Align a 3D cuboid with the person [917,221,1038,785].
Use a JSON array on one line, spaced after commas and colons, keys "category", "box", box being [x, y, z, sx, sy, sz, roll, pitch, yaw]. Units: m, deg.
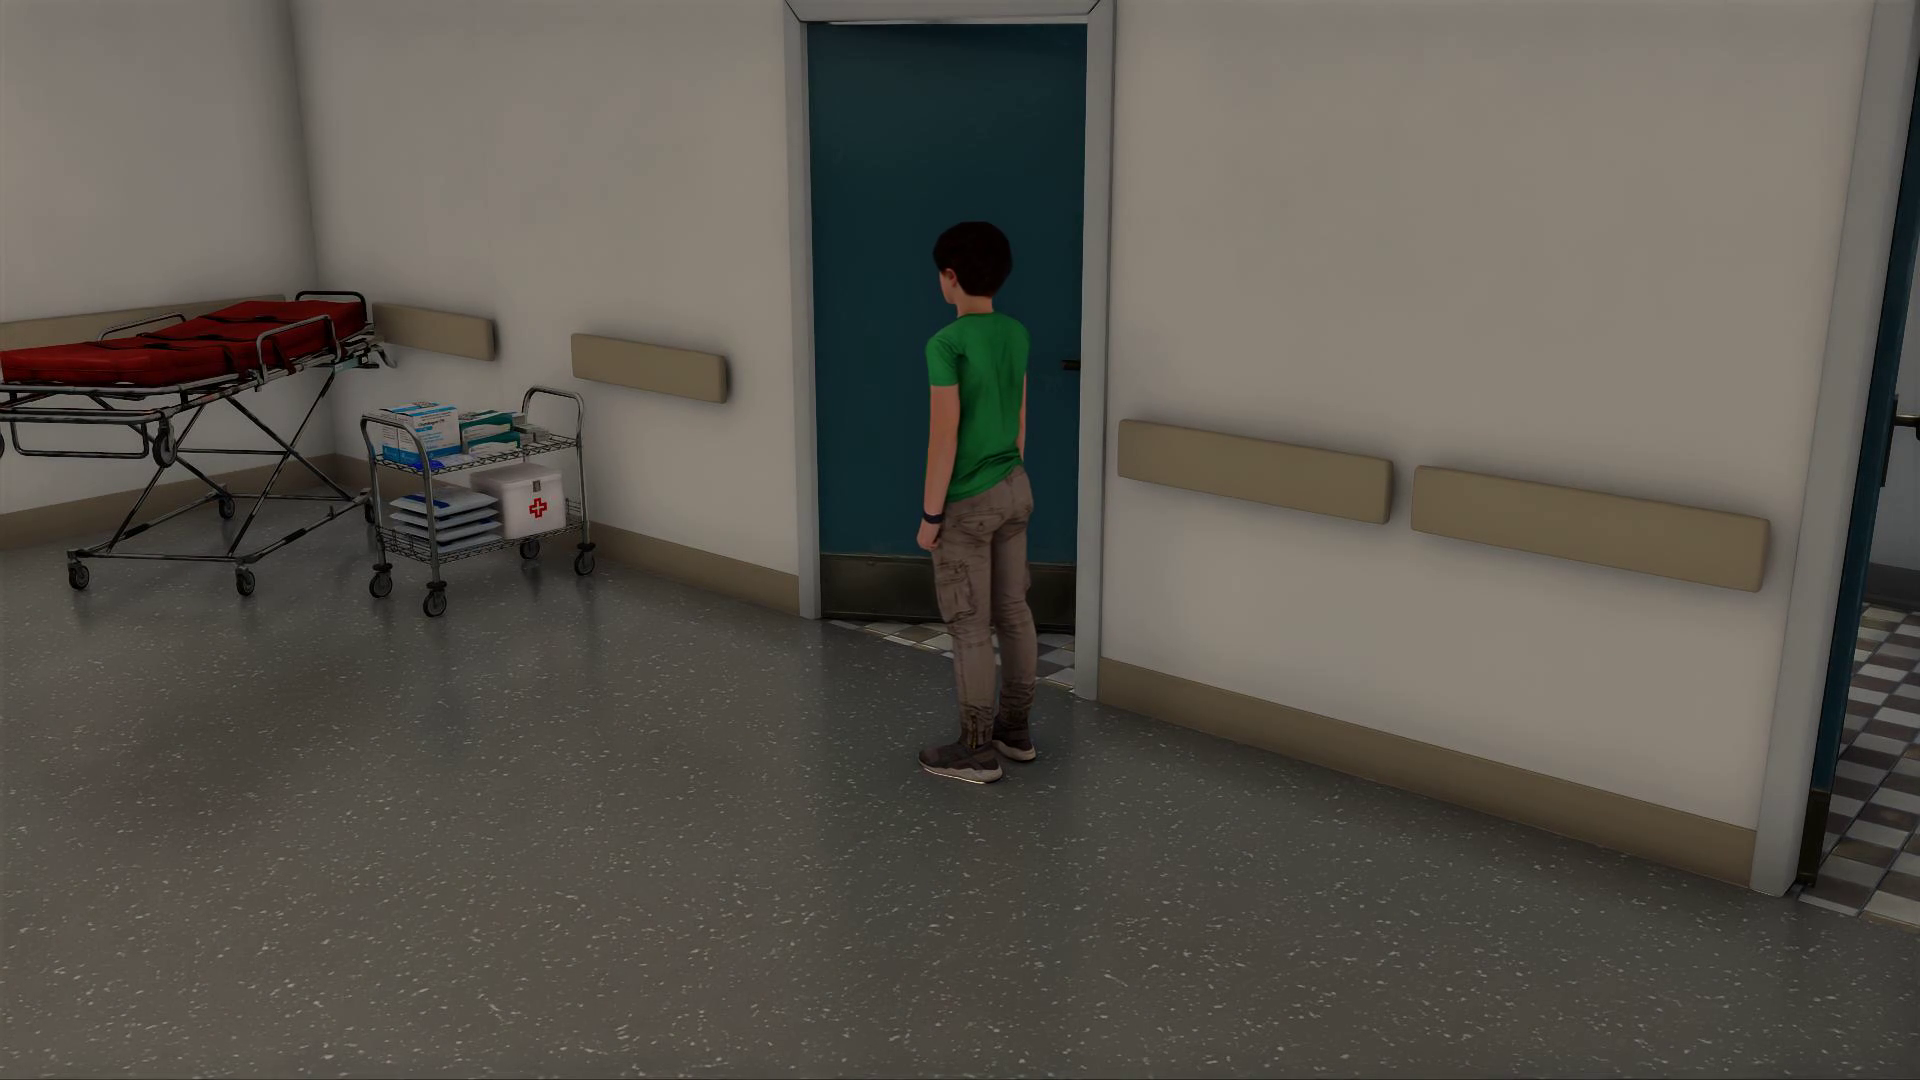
[{"category": "person", "box": [0.068, -0.108, 4.900, 0.522, 1.650, 0.570, 14, 21, 40]}]
